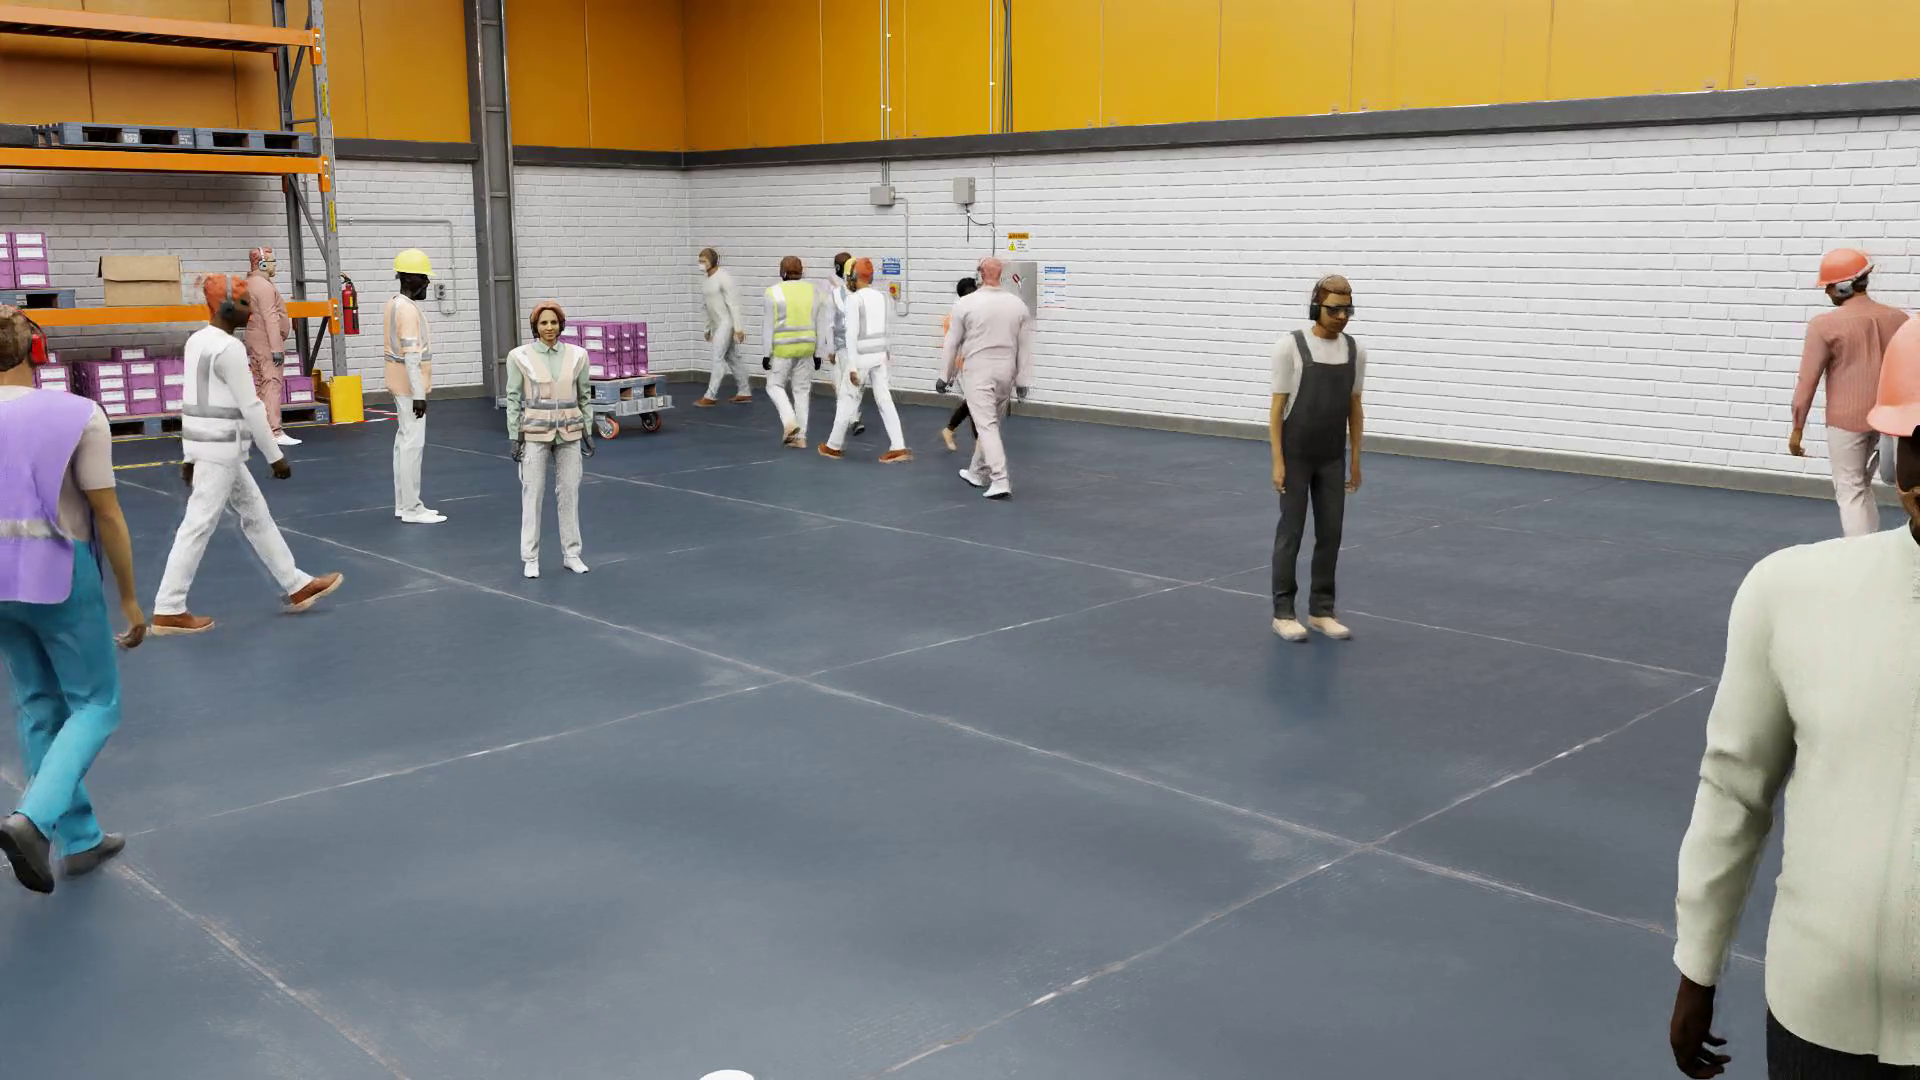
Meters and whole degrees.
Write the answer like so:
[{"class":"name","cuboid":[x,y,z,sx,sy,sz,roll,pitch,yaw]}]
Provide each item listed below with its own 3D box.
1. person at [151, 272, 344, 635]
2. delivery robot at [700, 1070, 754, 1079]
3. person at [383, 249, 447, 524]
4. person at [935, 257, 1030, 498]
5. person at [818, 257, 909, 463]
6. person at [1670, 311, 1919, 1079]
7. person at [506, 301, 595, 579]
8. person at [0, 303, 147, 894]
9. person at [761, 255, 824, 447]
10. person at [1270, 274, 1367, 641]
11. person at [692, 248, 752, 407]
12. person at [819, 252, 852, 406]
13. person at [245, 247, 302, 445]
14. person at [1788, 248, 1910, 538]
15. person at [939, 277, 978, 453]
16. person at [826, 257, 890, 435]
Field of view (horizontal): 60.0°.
[{"class":"person","cuboid":[-3.736,-0.450,8.562,1.026,1.824,0.569,-8,13,-36]},{"class":"delivery robot","cuboid":[-0.404,1.177,2.924,0.707,0.478,0.477,0,10,-2]},{"class":"person","cuboid":[-3.853,-1.079,11.741,0.382,1.923,0.593,-5,12,-26]},{"class":"person","cuboid":[0.203,-1.273,13.009,0.658,1.855,1.022,-6,12,-28]},{"class":"person","cuboid":[-0.844,-1.600,14.879,1.012,1.838,0.561,9,14,42]},{"class":"person","cuboid":[1.368,0.625,2.370,0.628,1.964,0.902,10,14,44]},{"class":"person","cuboid":[-2.429,-0.597,9.894,0.521,1.638,0.311,-6,12,-30]},{"class":"person","cuboid":[-2.839,0.195,5.075,0.611,1.819,0.605,0,10,1]},{"class":"person","cuboid":[-1.598,-1.786,15.845,0.648,1.831,0.441,-6,12,-29]},{"class":"person","cuboid":[1.786,-0.400,8.301,0.520,1.829,0.384,-3,11,-18]},{"class":"person","cuboid":[-2.847,-2.527,19.830,0.866,1.878,0.650,-7,12,-33]},{"class":"person","cuboid":[-1.362,-2.470,19.595,0.647,1.824,0.452,-8,13,-37]},{"class":"person","cuboid":[-6.690,-1.868,16.097,0.408,1.909,0.638,-9,14,-41]},{"class":"person","cuboid":[5.042,-0.655,9.357,0.635,1.946,0.637,-2,11,-10]},{"class":"person","cuboid":[0.056,-1.575,15.175,0.525,1.658,0.849,-9,14,-41]},{"class":"person","cuboid":[-1.025,-1.968,16.943,0.603,1.786,0.878,-4,11,-21]}]
